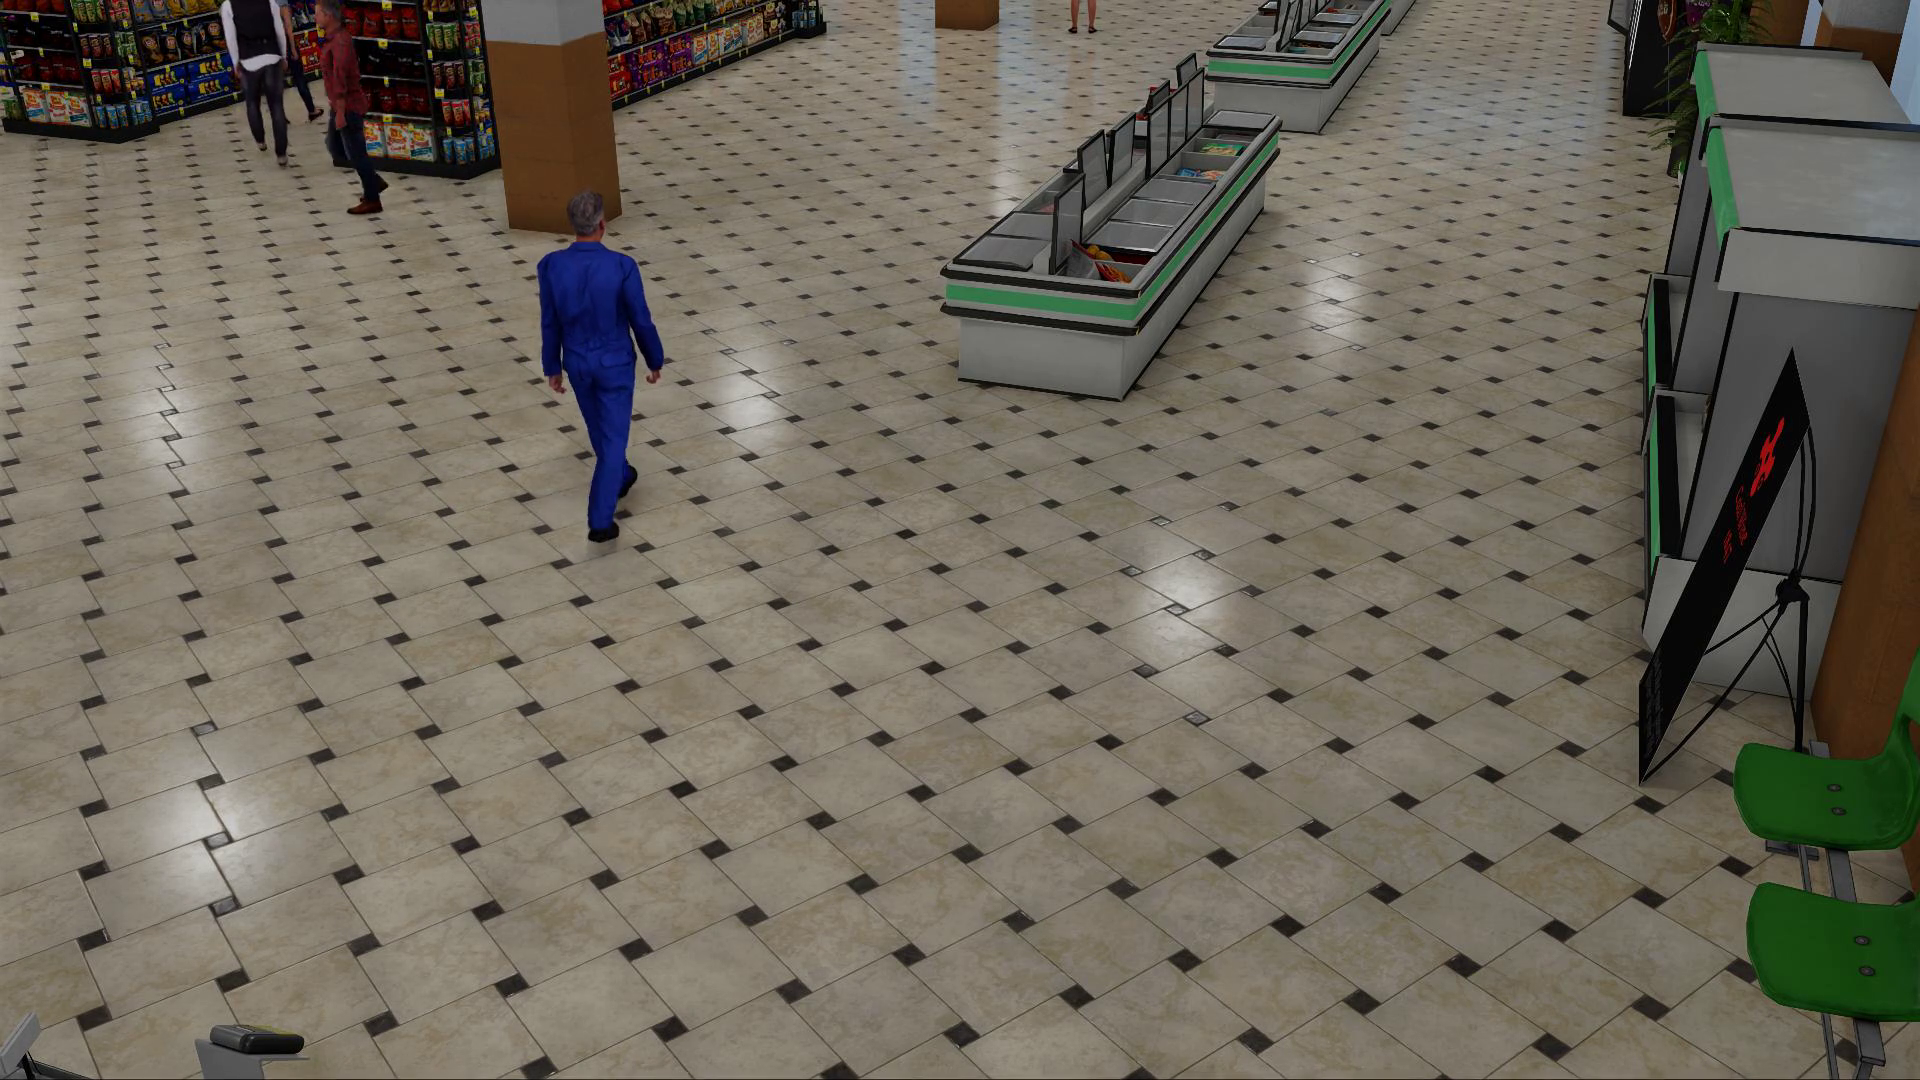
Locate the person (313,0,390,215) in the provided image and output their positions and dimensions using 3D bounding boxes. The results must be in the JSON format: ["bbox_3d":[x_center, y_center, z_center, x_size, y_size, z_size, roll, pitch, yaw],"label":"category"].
[{"bbox_3d":[-5.132,-3.701,14.193,0.904,1.818,0.840,-11,29,-20],"label":"person"}]

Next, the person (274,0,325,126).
[{"bbox_3d":[-7.024,-5.070,17.029,0.687,1.695,0.979,6,27,12],"label":"person"}]

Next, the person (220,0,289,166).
[{"bbox_3d":[-6.561,-4.413,15.641,1.174,1.779,1.242,-12,29,-22],"label":"person"}]

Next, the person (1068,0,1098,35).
[{"bbox_3d":[1.631,-7.584,21.977,0.609,1.703,0.566,3,27,7],"label":"person"}]

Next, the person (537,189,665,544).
[{"bbox_3d":[-1.883,-0.844,8.603,0.924,1.779,1.272,3,27,7],"label":"person"}]
